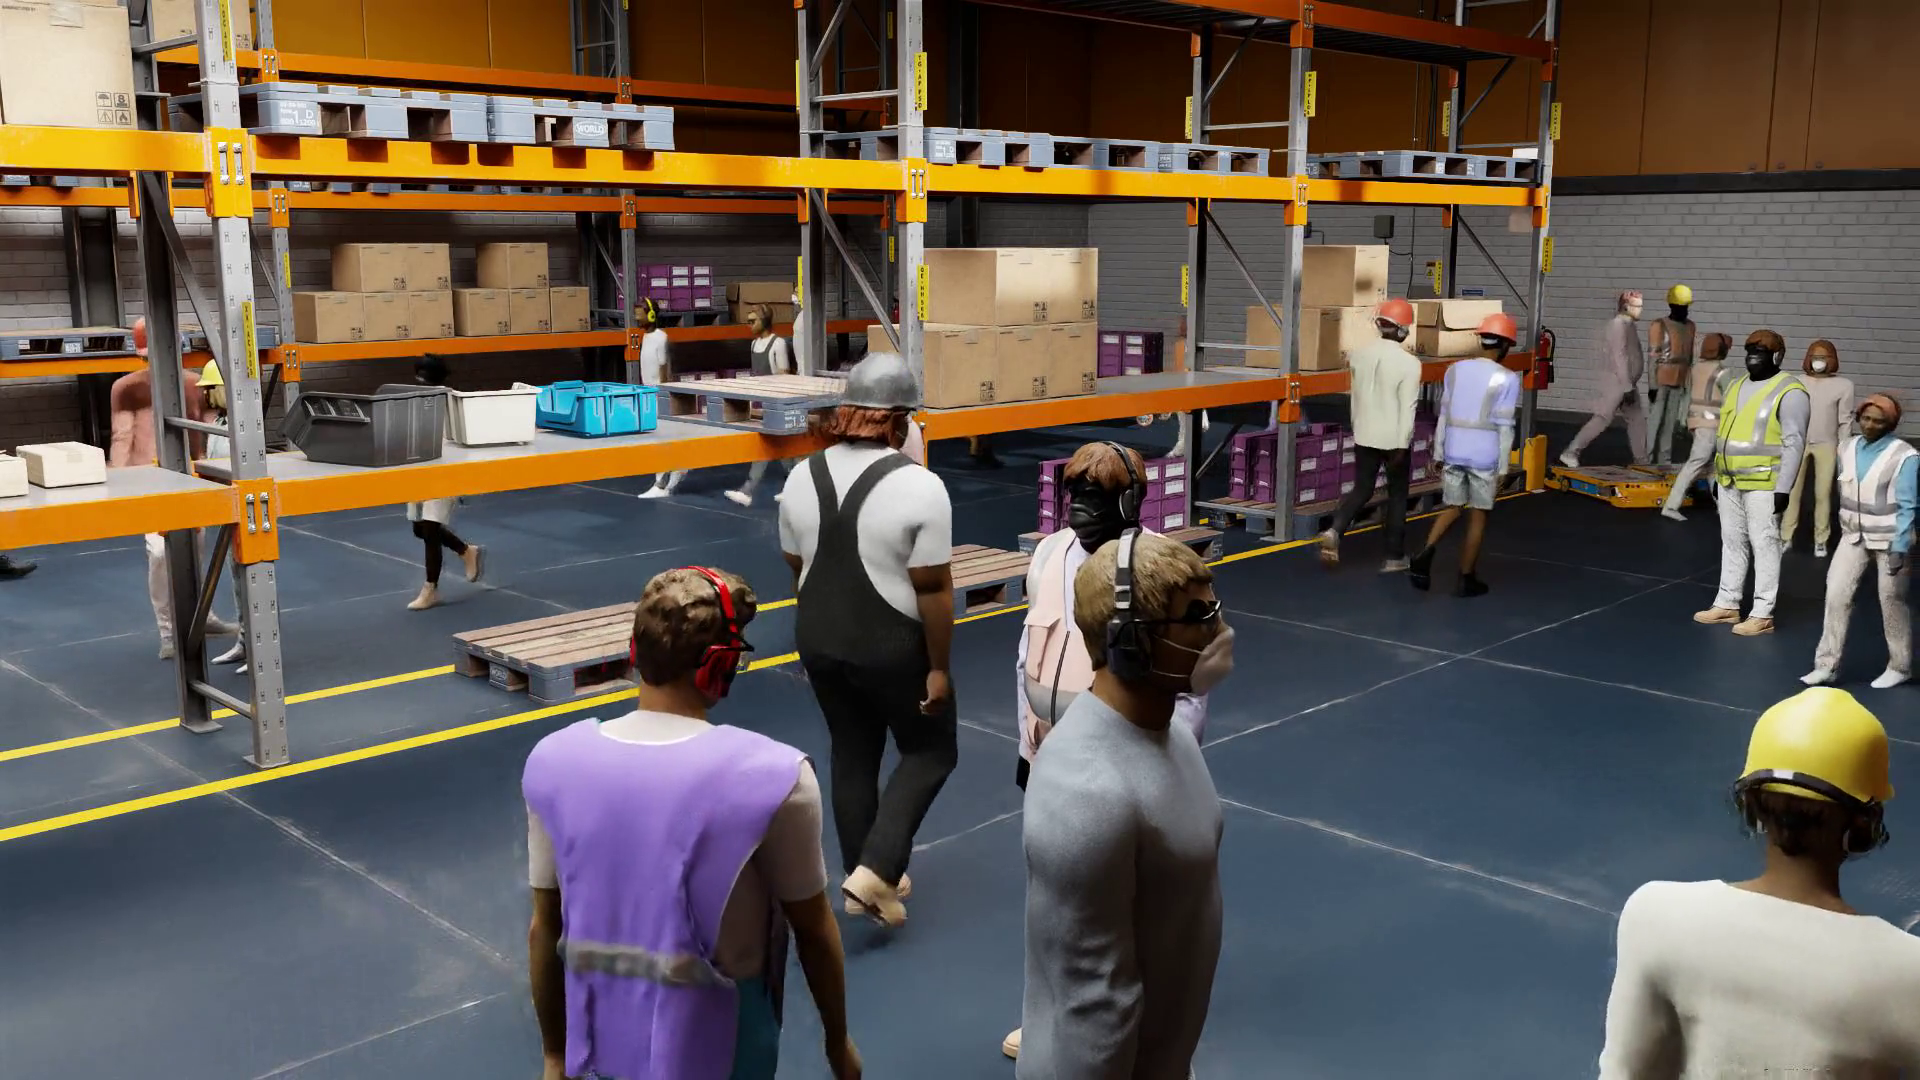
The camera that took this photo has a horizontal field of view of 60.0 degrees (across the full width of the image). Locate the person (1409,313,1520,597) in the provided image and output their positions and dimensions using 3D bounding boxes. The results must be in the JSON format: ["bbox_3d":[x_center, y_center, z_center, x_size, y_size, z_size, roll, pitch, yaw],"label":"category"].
[{"bbox_3d":[3.351,-0.535,10.950,0.667,1.901,0.597,-8,13,-37],"label":"person"}]

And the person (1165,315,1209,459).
[{"bbox_3d":[2.273,-1.434,16.576,0.396,1.622,0.540,-3,11,-18],"label":"person"}]

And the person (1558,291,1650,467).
[{"bbox_3d":[6.568,-1.563,16.669,0.998,1.864,0.629,7,12,33],"label":"person"}]

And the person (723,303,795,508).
[{"bbox_3d":[-1.781,-1.191,14.790,0.938,1.797,0.546,-7,13,-35],"label":"person"}]

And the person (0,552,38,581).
[{"bbox_3d":[-6.990,-0.592,11.323,1.011,1.890,0.550,-4,11,-19],"label":"person"}]

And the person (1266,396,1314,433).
[{"bbox_3d":[3.306,-1.462,16.514,0.928,1.705,0.535,-6,12,-29],"label":"person"}]

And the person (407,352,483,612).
[{"bbox_3d":[-3.371,-0.403,10.837,0.537,1.668,0.677,6,12,28],"label":"person"}]

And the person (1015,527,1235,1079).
[{"bbox_3d":[0.287,0.936,2.817,0.372,1.940,0.630,2,11,13],"label":"person"}]

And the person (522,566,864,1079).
[{"bbox_3d":[-0.483,0.939,3.156,0.557,1.812,0.625,4,11,22],"label":"person"}]

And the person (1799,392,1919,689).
[{"bbox_3d":[4.770,0.023,8.709,0.770,1.599,0.534,-4,11,-22],"label":"person"}]

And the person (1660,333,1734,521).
[{"bbox_3d":[6.322,-0.952,14.051,0.876,1.590,0.530,-1,10,-7],"label":"person"}]

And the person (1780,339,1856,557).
[{"bbox_3d":[6.416,-0.690,12.517,0.504,1.632,0.269,7,13,35],"label":"person"}]

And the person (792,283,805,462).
[{"bbox_3d":[-1.628,-1.798,17.728,0.370,1.940,0.631,-2,11,-10],"label":"person"}]

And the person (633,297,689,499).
[{"bbox_3d":[-2.771,-1.296,15.246,0.447,1.849,0.568,-6,12,-30],"label":"person"}]

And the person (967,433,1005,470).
[{"bbox_3d":[0.315,-1.649,16.983,0.565,1.914,0.567,-1,10,-3],"label":"person"}]

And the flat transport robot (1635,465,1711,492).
[{"bbox_3d":[6.975,-0.580,15.637,1.431,0.197,0.652,-2,11,-9],"label":"flat transport robot"}]

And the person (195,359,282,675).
[{"bbox_3d":[-3.988,-0.131,9.170,0.312,1.744,0.487,-9,14,-42],"label":"person"}]

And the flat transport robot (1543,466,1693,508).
[{"bbox_3d":[5.997,-0.503,15.214,0.652,0.197,1.431,-2,11,-9],"label":"flat transport robot"}]

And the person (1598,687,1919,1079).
[{"bbox_3d":[1.308,1.082,2.630,0.557,1.712,0.922,10,14,43],"label":"person"}]

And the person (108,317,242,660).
[{"bbox_3d":[-4.504,-0.313,9.618,0.491,1.965,0.718,5,12,27],"label":"person"}]

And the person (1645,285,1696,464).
[{"bbox_3d":[7.143,-1.597,16.723,0.593,1.913,0.439,-5,11,-24],"label":"person"}]

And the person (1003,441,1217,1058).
[{"bbox_3d":[0.395,0.636,4.718,0.621,1.845,0.429,9,14,41],"label":"person"}]

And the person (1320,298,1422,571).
[{"bbox_3d":[2.943,-0.722,11.767,0.774,1.973,0.605,-10,14,-43],"label":"person"}]

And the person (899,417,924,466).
[{"bbox_3d":[-0.410,-0.109,8.986,0.329,1.767,0.529,-9,14,-41],"label":"person"}]

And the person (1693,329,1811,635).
[{"bbox_3d":[4.802,-0.353,10.102,0.429,1.846,0.633,-3,11,-15],"label":"person"}]

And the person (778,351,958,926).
[{"bbox_3d":[-0.283,0.343,5.774,0.684,2.000,0.573,6,12,31],"label":"person"}]
